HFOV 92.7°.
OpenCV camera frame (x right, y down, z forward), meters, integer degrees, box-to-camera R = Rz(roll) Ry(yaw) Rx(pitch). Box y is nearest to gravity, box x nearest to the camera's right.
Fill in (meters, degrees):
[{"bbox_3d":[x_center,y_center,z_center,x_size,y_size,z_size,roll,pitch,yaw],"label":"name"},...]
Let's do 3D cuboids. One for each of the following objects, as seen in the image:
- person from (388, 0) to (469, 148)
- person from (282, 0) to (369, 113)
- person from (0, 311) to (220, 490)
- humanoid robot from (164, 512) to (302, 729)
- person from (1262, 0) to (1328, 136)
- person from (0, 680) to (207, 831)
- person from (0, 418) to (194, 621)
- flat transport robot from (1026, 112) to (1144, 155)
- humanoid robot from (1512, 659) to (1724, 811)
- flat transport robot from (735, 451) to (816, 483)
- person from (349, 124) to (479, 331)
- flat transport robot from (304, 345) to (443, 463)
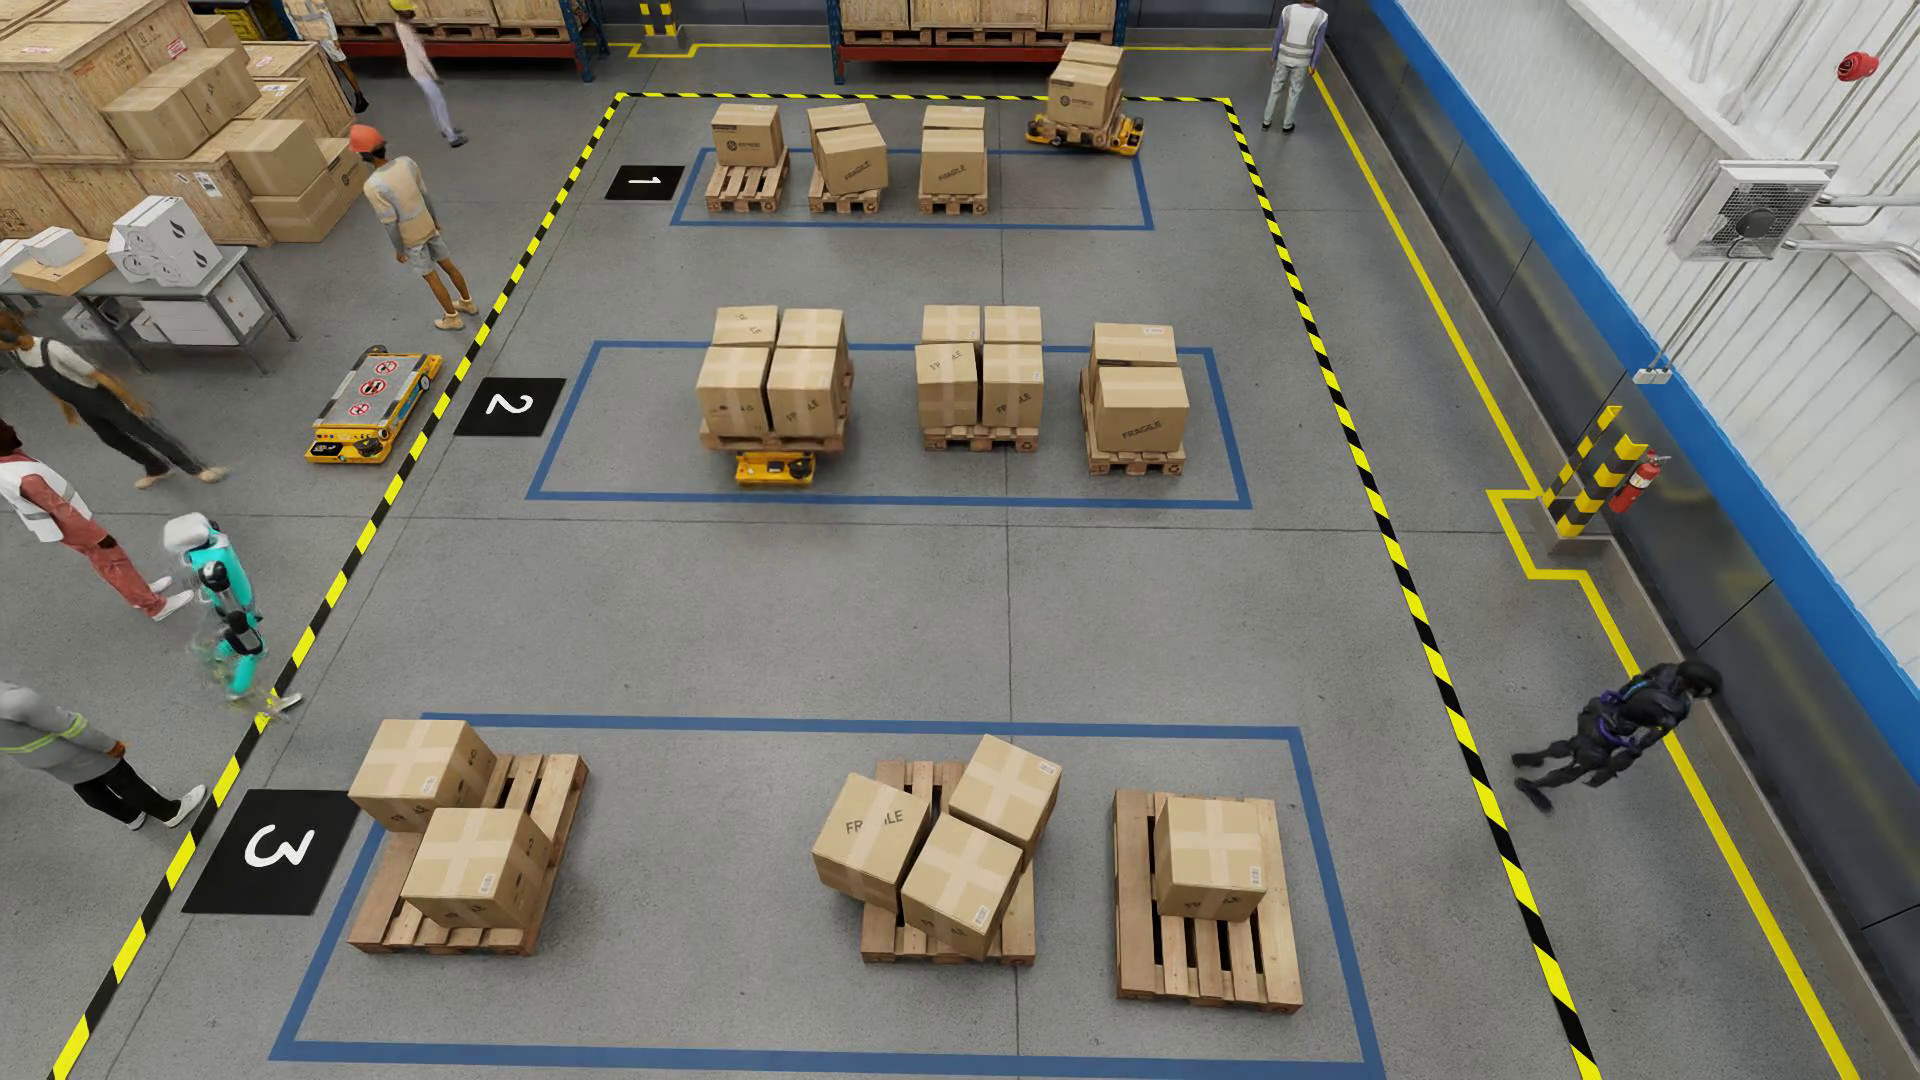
[{"bbox_3d":[-6.564,-5.771,11.278,0.391,1.752,0.568,-24,54,-19],"label":"person"},{"bbox_3d":[-8.276,-6.502,11.775,0.550,1.936,0.354,4,50,3],"label":"person"},{"bbox_3d":[-6.763,-1.061,7.263,0.723,1.810,0.379,7,50,6],"label":"person"},{"bbox_3d":[-4.753,0.632,5.908,0.838,1.819,0.539,-27,55,-21],"label":"humanoid robot"},{"bbox_3d":[4.177,-6.013,11.429,0.601,1.830,0.404,22,53,18],"label":"person"},{"bbox_3d":[-5.232,1.164,5.345,0.596,1.849,0.395,0,50,0],"label":"person"},{"bbox_3d":[-6.210,-0.122,6.399,0.580,1.911,0.393,27,55,21],"label":"person"},{"bbox_3d":[1.622,-5.315,11.846,1.431,0.197,0.652,12,51,10],"label":"flat transport robot"},{"bbox_3d":[3.864,1.130,5.486,0.396,1.639,0.601,20,53,16],"label":"humanoid robot"},{"bbox_3d":[-1.586,-1.088,8.270,0.652,0.197,1.431,1,50,1],"label":"flat transport robot"},{"bbox_3d":[-5.164,-2.913,8.670,0.366,2.046,0.605,12,51,10],"label":"person"},{"bbox_3d":[-5.383,-1.269,8.441,0.659,0.231,1.431,1,50,1],"label":"flat transport robot"}]
